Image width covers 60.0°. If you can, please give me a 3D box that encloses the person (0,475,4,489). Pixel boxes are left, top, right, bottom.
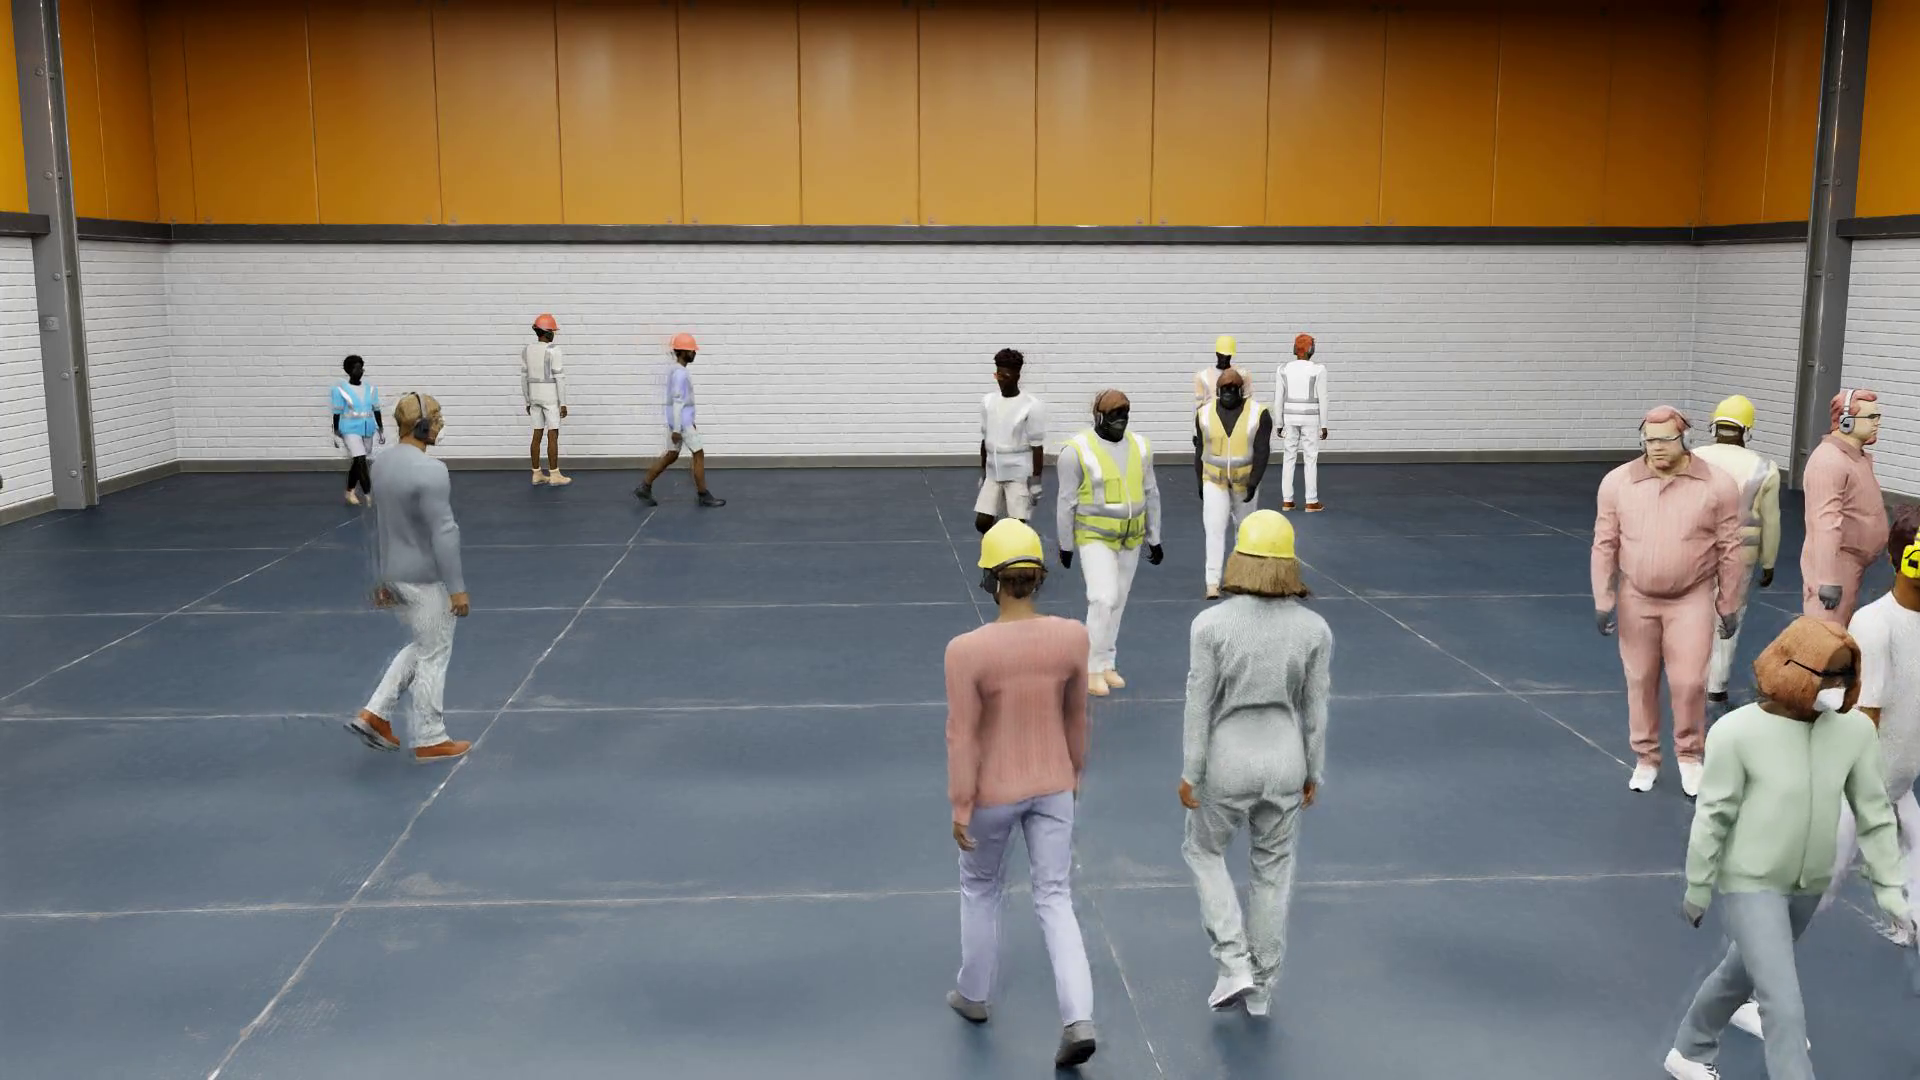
[{"bbox_3d":[-7.803,-0.566,12.912,0.690,2.000,0.884,-1,9,-6],"label":"person"}]

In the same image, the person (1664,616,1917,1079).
[{"bbox_3d":[2.302,0.975,4.674,0.513,1.581,0.893,-2,9,-14],"label":"person"}]

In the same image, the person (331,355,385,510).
[{"bbox_3d":[-6.457,-1.156,17.846,0.857,1.652,0.540,7,11,37],"label":"person"}]

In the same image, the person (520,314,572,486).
[{"bbox_3d":[-4.922,-1.668,19.824,0.614,2.040,0.391,5,10,27],"label":"person"}]

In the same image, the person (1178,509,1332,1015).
[{"bbox_3d":[0.980,0.757,5.562,0.502,1.729,0.370,-1,9,-6],"label":"person"}]

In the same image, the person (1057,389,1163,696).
[{"bbox_3d":[0.931,0.017,9.946,0.629,1.824,0.575,-5,10,-30],"label":"person"}]

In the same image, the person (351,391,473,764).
[{"bbox_3d":[-2.769,0.204,8.449,0.483,1.920,0.633,-7,12,-39],"label":"person"}]

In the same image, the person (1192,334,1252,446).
[{"bbox_3d":[2.680,-1.164,17.081,0.608,1.904,0.502,1,9,5],"label":"person"}]

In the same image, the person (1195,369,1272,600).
[{"bbox_3d":[2.146,-0.460,13.110,0.607,1.787,1.031,2,9,15],"label":"person"}]

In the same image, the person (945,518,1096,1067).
[{"bbox_3d":[0.208,0.803,5.305,0.520,1.744,0.790,-3,10,-20],"label":"person"}]

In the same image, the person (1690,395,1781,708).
[{"bbox_3d":[4.421,0.066,9.656,0.617,1.808,0.469,6,11,32],"label":"person"}]

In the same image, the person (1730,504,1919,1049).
[{"bbox_3d":[2.890,0.794,5.127,0.563,1.798,1.025,-8,12,-40],"label":"person"}]

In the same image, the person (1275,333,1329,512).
[{"bbox_3d":[3.619,-1.236,17.600,0.574,1.887,0.355,5,11,31],"label":"person"}]

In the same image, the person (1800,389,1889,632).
[{"bbox_3d":[4.638,0.163,8.748,0.406,1.911,0.639,6,11,34],"label":"person"}]

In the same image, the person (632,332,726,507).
[{"bbox_3d":[-3.060,-1.282,17.878,0.950,1.903,0.555,-2,9,-15],"label":"person"}]

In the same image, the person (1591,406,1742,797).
[{"bbox_3d":[3.366,0.300,7.978,0.658,1.885,0.478,6,11,31],"label":"person"}]

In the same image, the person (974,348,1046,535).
[{"bbox_3d":[0.368,-0.495,12.729,0.630,1.950,0.418,7,12,39],"label":"person"}]
